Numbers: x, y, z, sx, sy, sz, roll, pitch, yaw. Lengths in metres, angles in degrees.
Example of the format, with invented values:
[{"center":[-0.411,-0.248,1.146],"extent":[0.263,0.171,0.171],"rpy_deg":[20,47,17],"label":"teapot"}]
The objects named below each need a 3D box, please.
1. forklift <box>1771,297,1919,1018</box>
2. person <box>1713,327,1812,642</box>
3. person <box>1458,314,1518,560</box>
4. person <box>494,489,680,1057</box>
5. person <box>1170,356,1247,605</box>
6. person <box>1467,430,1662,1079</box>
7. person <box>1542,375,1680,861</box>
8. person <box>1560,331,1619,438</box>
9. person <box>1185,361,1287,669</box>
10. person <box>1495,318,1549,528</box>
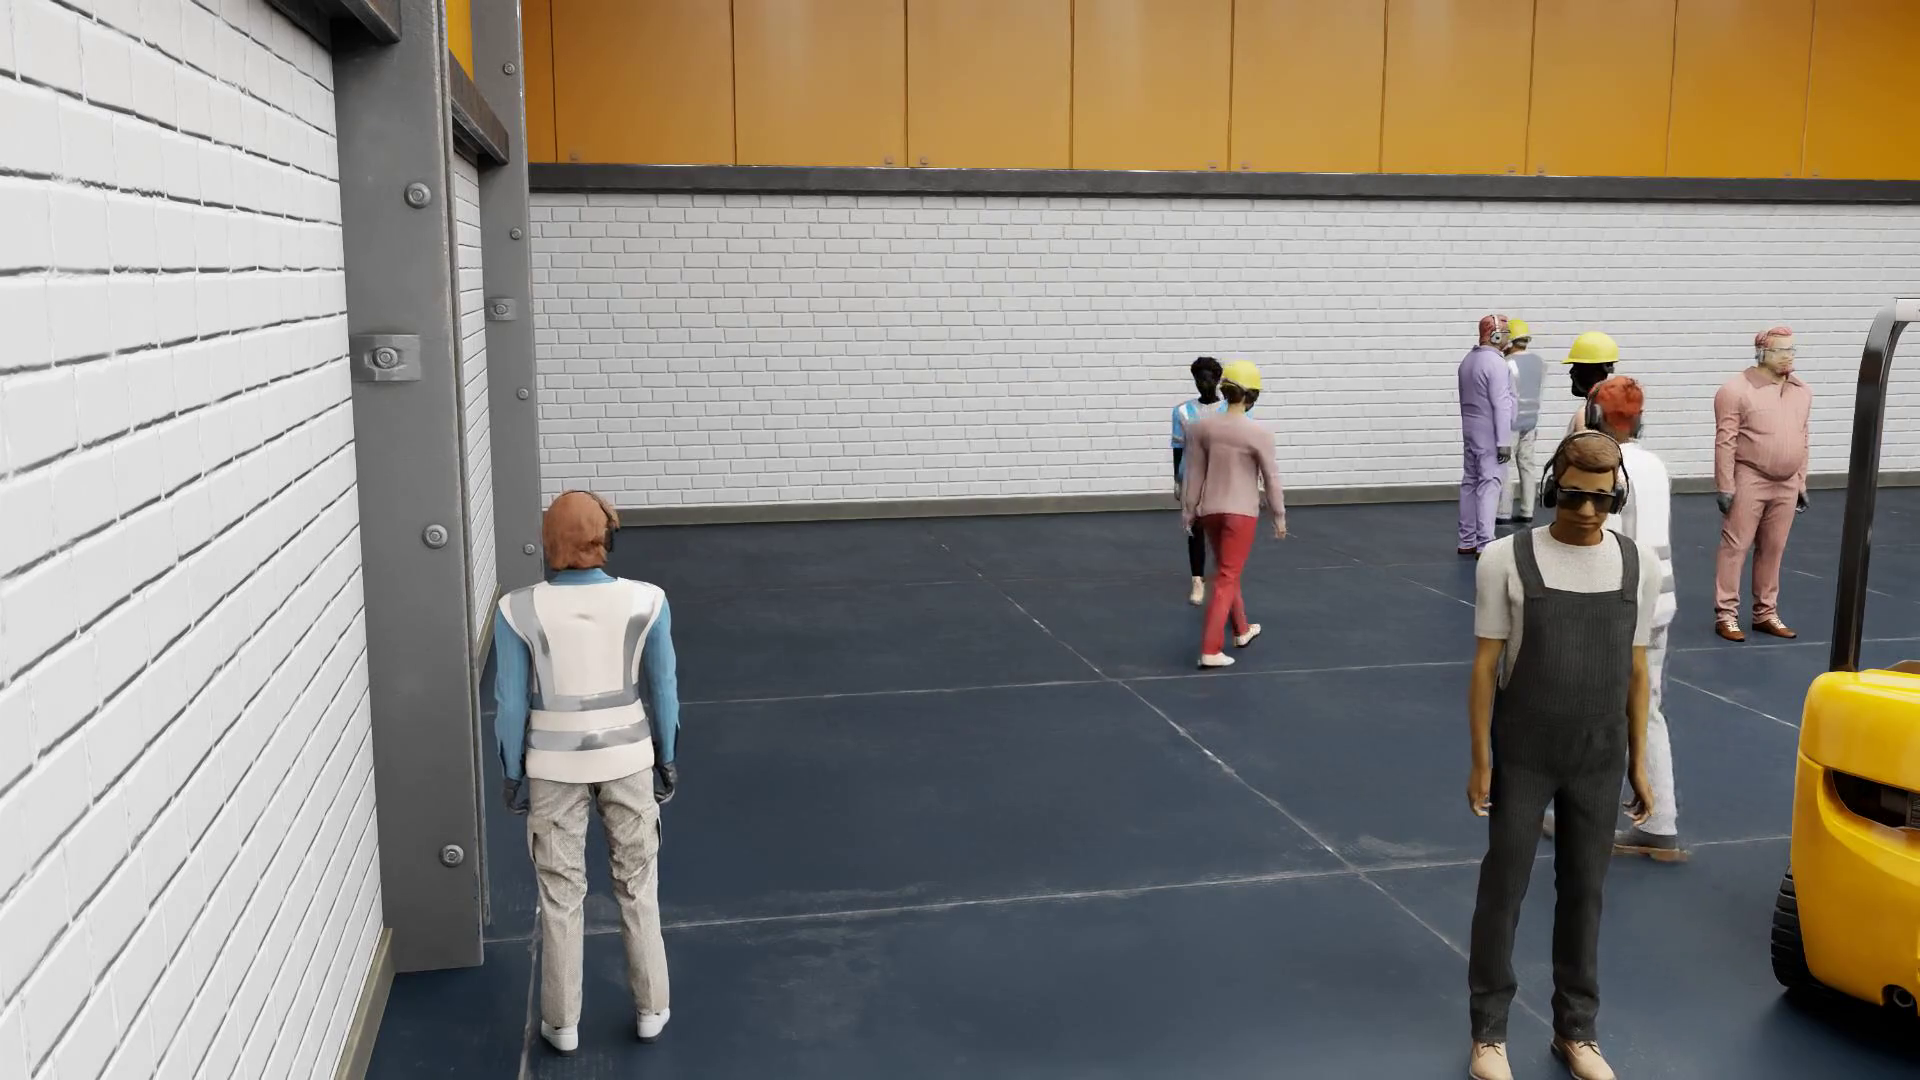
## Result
[{"center":[3.542,0.334,5.177],"extent":[2.313,2.155,1.214],"rpy_deg":[-9,13,-43],"label":"forklift"},{"center":[4.904,-0.337,10.138],"extent":[0.642,1.909,0.410],"rpy_deg":[-2,10,-14],"label":"person"},{"center":[4.115,-0.794,12.927],"extent":[0.409,1.909,0.642],"rpy_deg":[-2,9,-10],"label":"person"},{"center":[-1.069,0.672,4.809],"extent":[0.521,1.636,0.311],"rpy_deg":[-3,10,-17],"label":"person"},{"center":[1.707,-0.423,11.352],"extent":[0.552,1.673,0.638],"rpy_deg":[3,10,16],"label":"person"},{"center":[1.651,0.610,4.574],"extent":[0.505,1.839,0.344],"rpy_deg":[0,9,1],"label":"person"},{"center":[2.566,0.293,6.451],"extent":[0.596,1.850,0.637],"rpy_deg":[-7,12,-36],"label":"person"},{"center":[3.372,-0.151,8.945],"extent":[0.367,1.927,0.590],"rpy_deg":[6,11,32],"label":"person"},{"center":[1.630,-0.156,9.544],"extent":[0.555,1.726,0.848],"rpy_deg":[9,13,43],"label":"person"},{"center":[4.826,-1.014,14.496],"extent":[0.598,1.828,0.404],"rpy_deg":[-5,10,-27],"label":"person"}]
